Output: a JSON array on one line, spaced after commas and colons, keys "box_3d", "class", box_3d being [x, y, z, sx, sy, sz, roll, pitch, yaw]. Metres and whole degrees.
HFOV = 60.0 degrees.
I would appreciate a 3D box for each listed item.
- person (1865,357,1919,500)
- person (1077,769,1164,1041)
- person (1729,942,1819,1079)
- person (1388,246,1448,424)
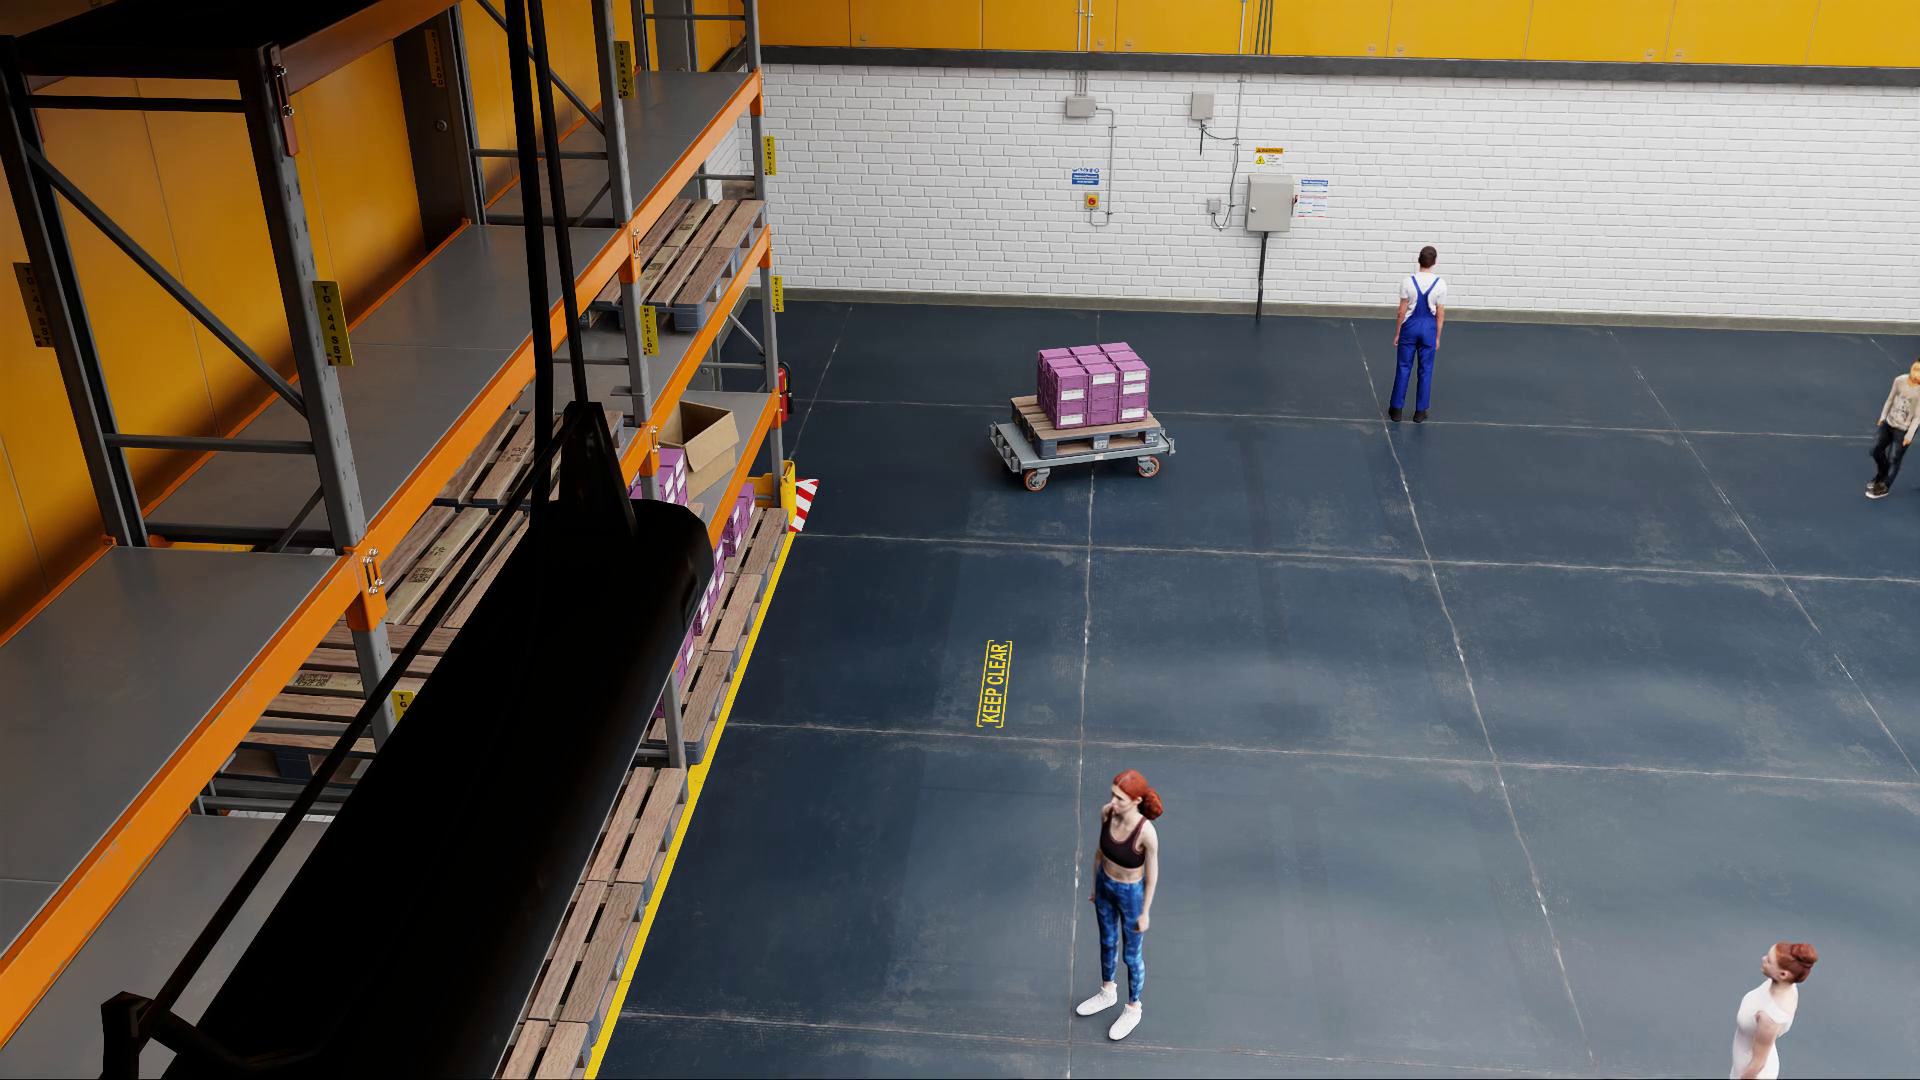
[{"box_3d": [8.791, -1.059, 15.455, 0.739, 1.453, 0.646, -10, 30, -17], "class": "person"}, {"box_3d": [0.916, 2.045, 9.417, 0.743, 1.785, 0.687, -24, 37, -36], "class": "person"}, {"box_3d": [3.941, 2.672, 8.261, 0.693, 1.793, 0.559, 16, 33, 27], "class": "person"}, {"box_3d": [4.663, -2.098, 16.945, 0.659, 1.850, 0.616, 7, 29, 13], "class": "person"}]
